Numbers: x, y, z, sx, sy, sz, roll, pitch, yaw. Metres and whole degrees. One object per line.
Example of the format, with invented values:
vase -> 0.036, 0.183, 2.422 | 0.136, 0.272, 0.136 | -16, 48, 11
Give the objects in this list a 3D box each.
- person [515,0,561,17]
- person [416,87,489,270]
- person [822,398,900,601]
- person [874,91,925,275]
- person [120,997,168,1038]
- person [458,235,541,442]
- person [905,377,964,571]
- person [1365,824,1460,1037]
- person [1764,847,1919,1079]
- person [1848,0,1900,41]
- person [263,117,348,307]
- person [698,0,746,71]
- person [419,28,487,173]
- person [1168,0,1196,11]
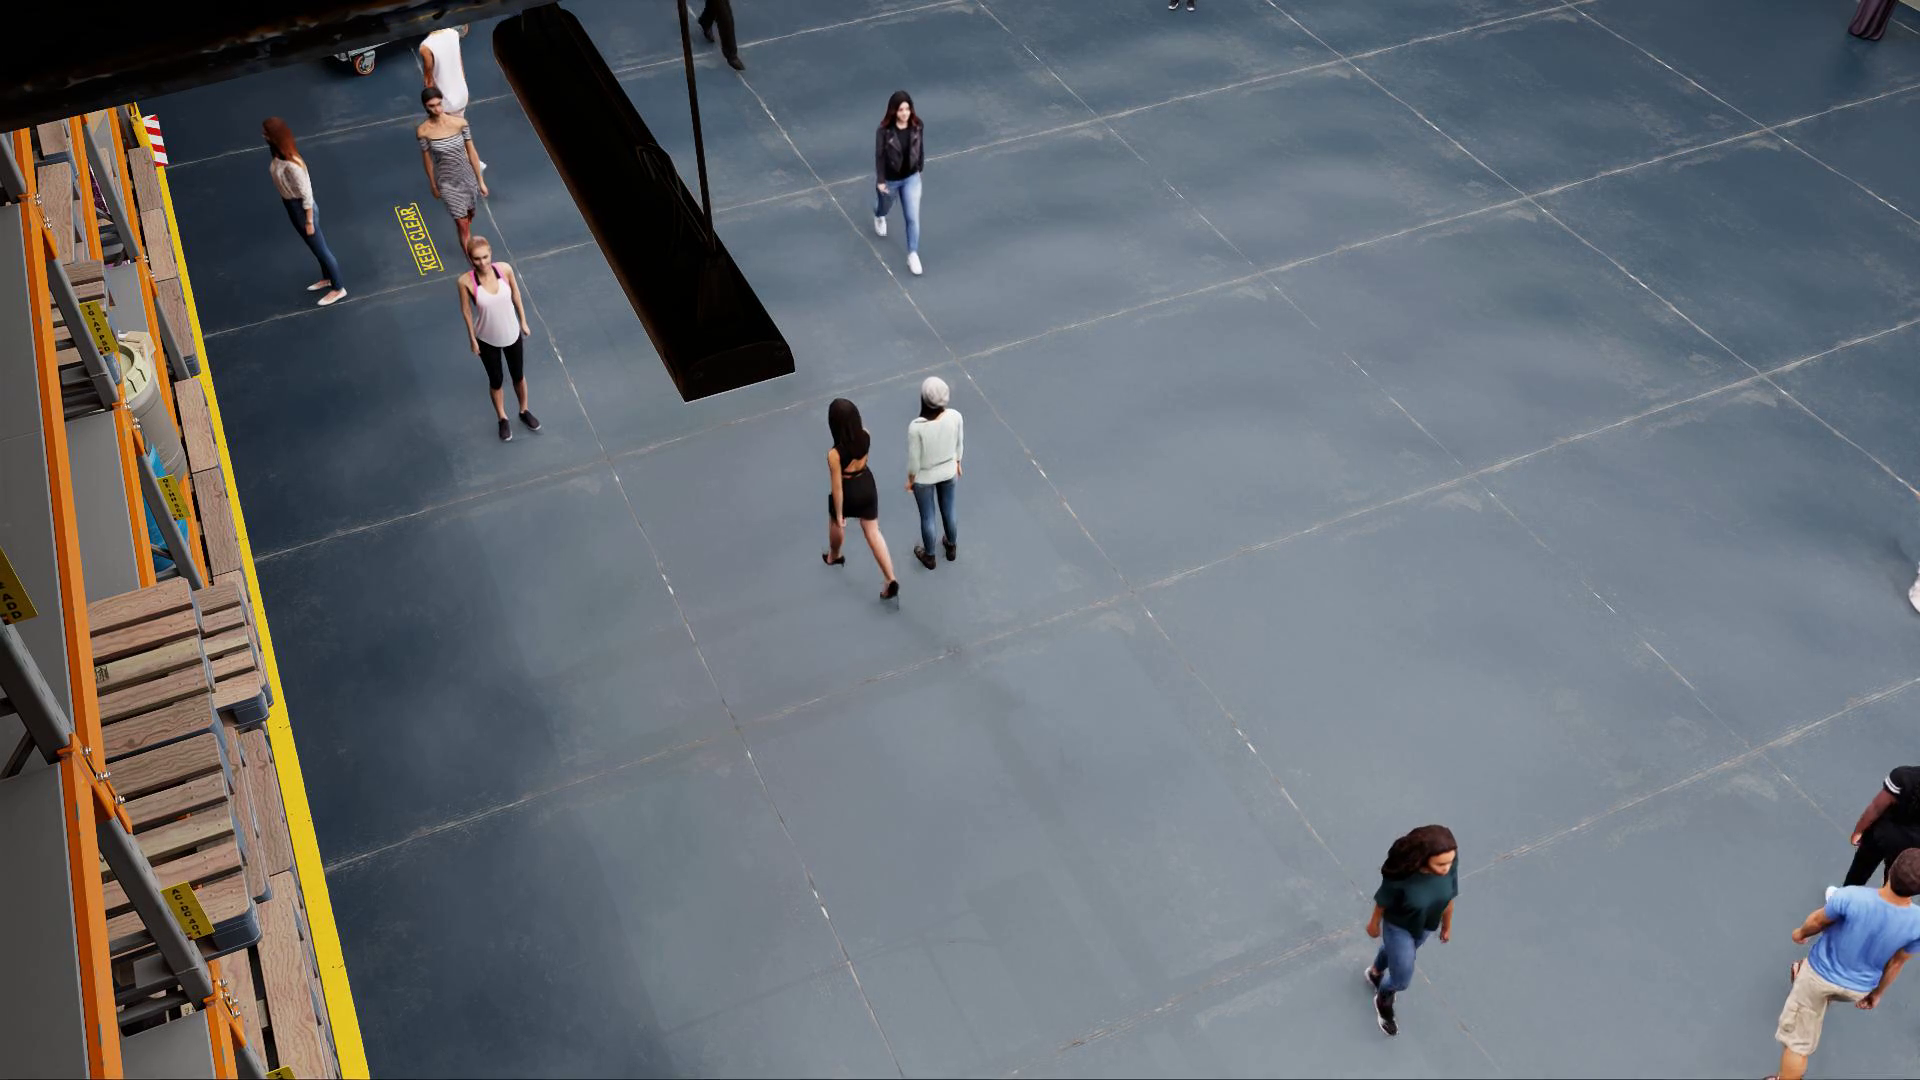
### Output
person -> -4.087, -4.741, 16.089 | 0.772, 1.665, 1.031 | -29, 51, -27
person -> -4.321, -3.076, 14.257 | 0.664, 1.782, 1.120 | -23, 48, -22
person -> -0.654, -0.247, 11.411 | 0.716, 1.610, 1.059 | -31, 52, -29
person -> -0.566, -3.174, 14.488 | 0.707, 1.605, 1.108 | -13, 45, -13
person -> -3.716, 2.789, 8.120 | 0.593, 1.754, 0.567 | -10, 44, -10
person -> -3.513, -1.558, 12.659 | 0.634, 1.786, 0.548 | -23, 48, -22
person -> -0.178, -0.481, 11.632 | 0.578, 1.644, 0.478 | -19, 47, -19
person -> 2.397, 2.007, 9.053 | 0.596, 1.599, 0.658 | -16, 46, -16
person -> 4.529, 2.320, 8.578 | 1.185, 1.801, 1.293 | 12, 45, 12
person -> 9.877, -6.121, 17.576 | 0.773, 1.611, 0.716 | 16, 46, 16
person -> -5.521, -2.781, 13.985 | 0.672, 1.728, 0.484 | -25, 49, -24
person -> -2.563, -5.880, 17.126 | 0.816, 1.883, 1.332 | -24, 49, -23
person -> -4.666, -4.074, 15.311 | 0.950, 1.773, 0.876 | 20, 47, 20
person -> 2.497, -6.433, 18.159 | 0.577, 1.258, 0.626 | 8, 44, 9
